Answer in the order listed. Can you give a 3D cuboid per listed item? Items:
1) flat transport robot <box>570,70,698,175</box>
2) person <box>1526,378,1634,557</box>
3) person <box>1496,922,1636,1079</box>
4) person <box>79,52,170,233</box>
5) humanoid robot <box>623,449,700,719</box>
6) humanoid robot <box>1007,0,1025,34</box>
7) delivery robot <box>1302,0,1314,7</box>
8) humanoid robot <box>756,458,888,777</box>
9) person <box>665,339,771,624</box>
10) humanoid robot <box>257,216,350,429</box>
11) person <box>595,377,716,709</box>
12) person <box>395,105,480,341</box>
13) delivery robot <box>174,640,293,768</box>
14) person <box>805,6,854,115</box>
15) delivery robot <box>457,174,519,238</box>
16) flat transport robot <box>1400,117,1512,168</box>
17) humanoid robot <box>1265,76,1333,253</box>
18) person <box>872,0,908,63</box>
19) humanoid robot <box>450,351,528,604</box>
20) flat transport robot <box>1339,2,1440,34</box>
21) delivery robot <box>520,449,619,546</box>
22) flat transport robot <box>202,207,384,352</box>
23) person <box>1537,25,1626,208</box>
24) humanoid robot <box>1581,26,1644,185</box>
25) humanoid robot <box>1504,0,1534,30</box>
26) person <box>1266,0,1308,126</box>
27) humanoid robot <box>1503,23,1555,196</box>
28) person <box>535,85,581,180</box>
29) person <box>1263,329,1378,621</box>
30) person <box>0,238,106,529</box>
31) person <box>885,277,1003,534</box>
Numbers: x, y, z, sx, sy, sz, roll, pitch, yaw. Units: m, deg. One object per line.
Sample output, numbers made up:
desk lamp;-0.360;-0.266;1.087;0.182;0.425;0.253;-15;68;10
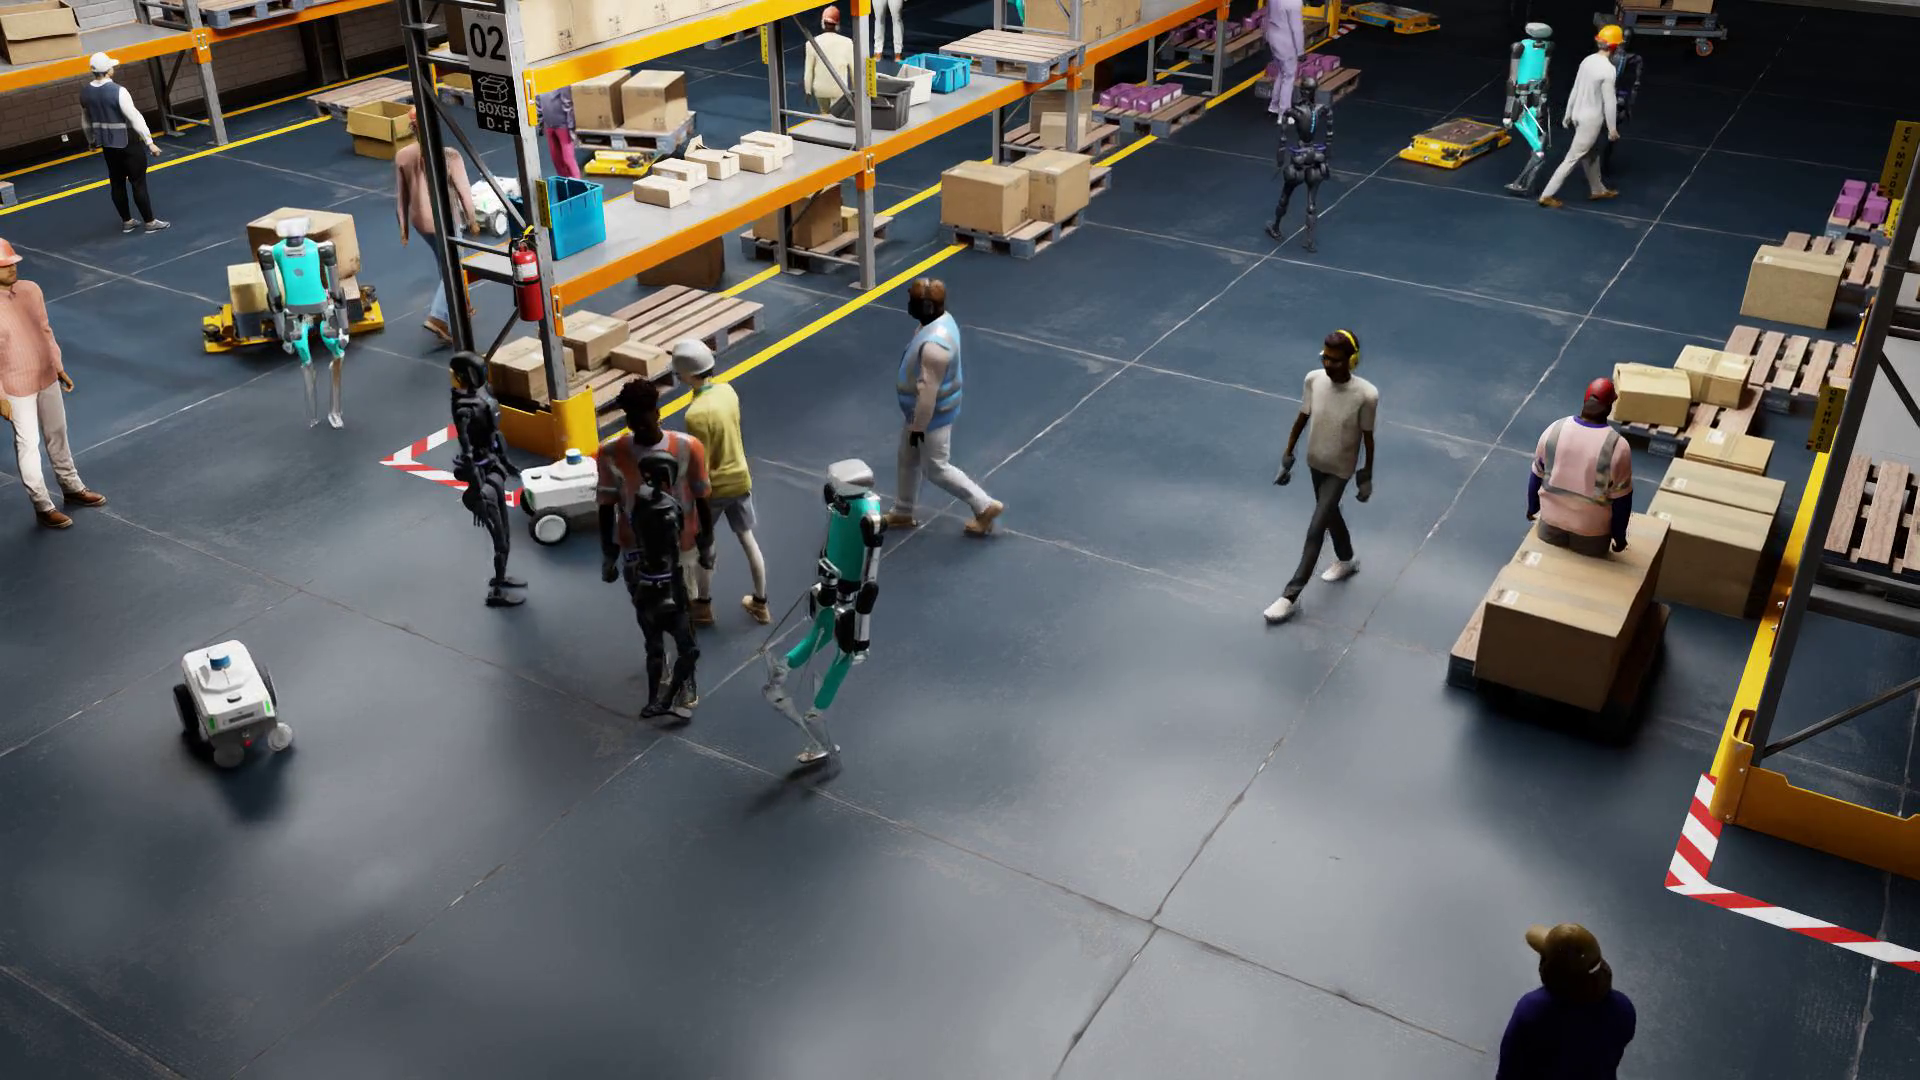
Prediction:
flat transport robot;-3.671;-4.413;18.747;0.659;0.231;1.431;5;30;8
person;3.584;-0.123;9.656;0.600;1.750;0.419;23;37;35
person;2.137;2.013;6.022;0.428;1.608;0.400;8;31;15
person;-8.222;-3.873;16.278;0.752;1.758;0.431;5;30;9
humanoid robot;-1.651;0.258;9.063;0.346;1.647;0.604;-17;33;-27
humanoid robot;0.898;-7.404;22.609;0.835;1.805;0.530;-24;38;-36
delivery robot;4.971;-8.259;25.236;0.753;0.570;0.499;14;32;23
humanoid robot;-0.761;0.495;8.624;0.760;1.838;0.532;-16;33;-26
person;-1.465;-0.329;9.915;0.630;1.857;0.475;15;33;25
humanoid robot;-4.766;-1.585;12.311;0.539;1.822;0.799;-7;30;-13
person;-1.683;0.016;9.240;0.637;1.951;0.604;-2;30;-4
person;-4.427;-2.651;13.932;0.627;1.944;0.849;8;31;14
delivery robot;-4.010;0.864;9.142;0.514;0.614;0.785;-18;34;-28
person;-1.411;-4.951;18.238;0.594;1.707;0.791;3;30;6
delivery robot;-4.705;-3.347;16.587;0.499;0.609;0.811;8;30;13
flat transport robot;5.666;-4.529;18.953;0.659;0.231;1.431;24;37;36
humanoid robot;3.286;-3.644;15.983;0.589;1.627;0.739;-8;30;-13
person;-0.965;-7.426;22.390;0.627;1.933;0.371;5;30;9
humanoid robot;-2.892;-0.399;10.214;0.337;1.654;0.609;2;30;3
flat transport robot;6.337;-7.728;24.612;0.659;0.231;1.431;-19;35;-30
delivery robot;-2.599;-0.320;11.228;0.801;0.606;0.499;-11;31;-18
flat transport robot;-5.745;-1.914;14.328;1.431;0.231;0.659;-11;31;-19
person;6.430;-4.316;16.991;0.970;1.852;0.618;-5;30;-8
humanoid robot;6.902;-4.661;17.791;0.628;1.636;0.613;4;30;7
humanoid robot;8.281;-8.312;24.220;0.609;1.641;0.538;1;29;2
person;3.905;-5.878;19.712;0.527;1.870;0.729;-8;30;-14
humanoid robot;5.970;-4.358;17.213;0.552;1.845;0.737;-13;32;-22
person;-4.125;-4.202;16.998;0.512;1.618;0.311;18;34;28
person;2.228;-0.445;10.155;0.994;1.813;0.543;-24;37;-36
person;-6.189;-1.056;11.056;0.374;1.997;0.614;9;31;15
person;-0.153;-0.849;10.878;0.818;1.811;0.626;-2;30;-4
